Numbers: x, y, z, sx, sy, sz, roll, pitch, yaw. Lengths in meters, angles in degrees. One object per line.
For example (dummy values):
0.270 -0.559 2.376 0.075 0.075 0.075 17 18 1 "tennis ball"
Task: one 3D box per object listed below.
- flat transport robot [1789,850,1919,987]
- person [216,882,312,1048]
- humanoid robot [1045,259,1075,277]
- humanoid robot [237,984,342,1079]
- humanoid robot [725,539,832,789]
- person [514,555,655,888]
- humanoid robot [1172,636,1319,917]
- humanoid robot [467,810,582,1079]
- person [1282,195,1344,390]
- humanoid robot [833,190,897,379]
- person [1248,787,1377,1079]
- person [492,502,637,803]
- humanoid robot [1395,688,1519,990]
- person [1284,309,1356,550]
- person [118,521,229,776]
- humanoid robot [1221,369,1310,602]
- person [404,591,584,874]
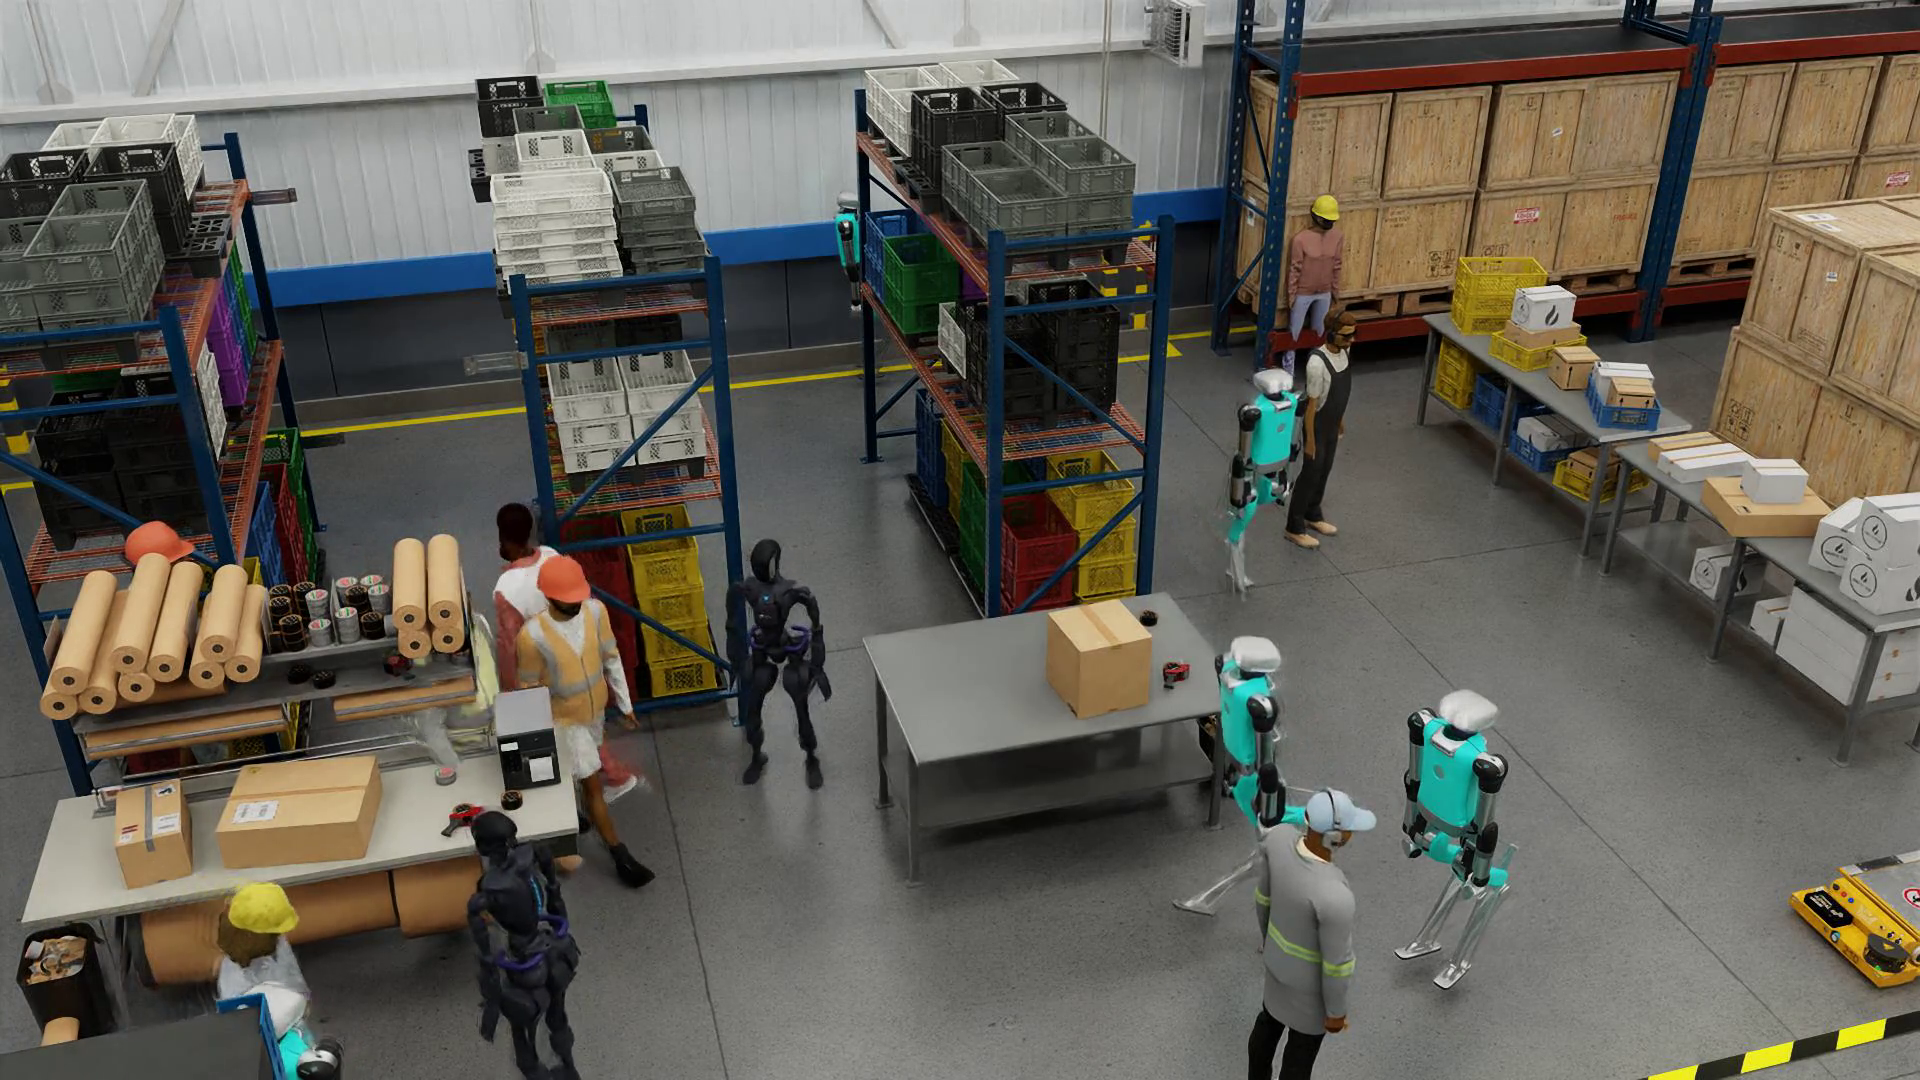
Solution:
5.163 1.916 8.676 1.431 0.231 0.659 -8 30 -14 "flat transport robot"
-2.925 2.065 6.902 0.645 1.701 0.543 0 29 -1 "person"
0.559 -1.697 13.783 1.054 1.758 0.534 6 29 11 "humanoid robot"
-2.464 2.281 6.520 0.552 1.744 1.049 5 29 8 "humanoid robot"
-1.031 0.702 9.424 0.616 1.642 0.359 4 29 7 "humanoid robot"
-2.012 0.908 8.837 0.997 1.885 0.545 22 35 34 "person"
1.614 1.231 8.412 1.034 1.742 0.538 -8 30 -13 "humanoid robot"
-1.852 1.878 7.287 0.429 1.639 0.613 12 31 20 "humanoid robot"
3.099 -2.161 14.549 0.522 1.761 0.336 -10 30 -17 "person"
-0.722 -2.231 14.556 0.735 1.677 0.533 -1 29 -1 "humanoid robot"
1.507 1.833 7.182 0.395 1.849 0.596 -11 31 -19 "person"
-2.343 0.672 9.303 0.987 1.849 0.627 4 29 7 "person"
2.466 1.388 7.976 0.735 1.673 0.533 -17 33 -28 "humanoid robot"
2.622 -0.808 12.010 0.336 1.838 0.505 19 34 31 "person"
-4.079 0.819 8.831 0.607 2.044 0.367 25 37 37 "person"
1.941 -0.376 11.399 0.543 1.853 0.748 -15 32 -26 "humanoid robot"
-2.514 1.046 8.672 0.922 1.795 0.637 15 32 25 "person"
